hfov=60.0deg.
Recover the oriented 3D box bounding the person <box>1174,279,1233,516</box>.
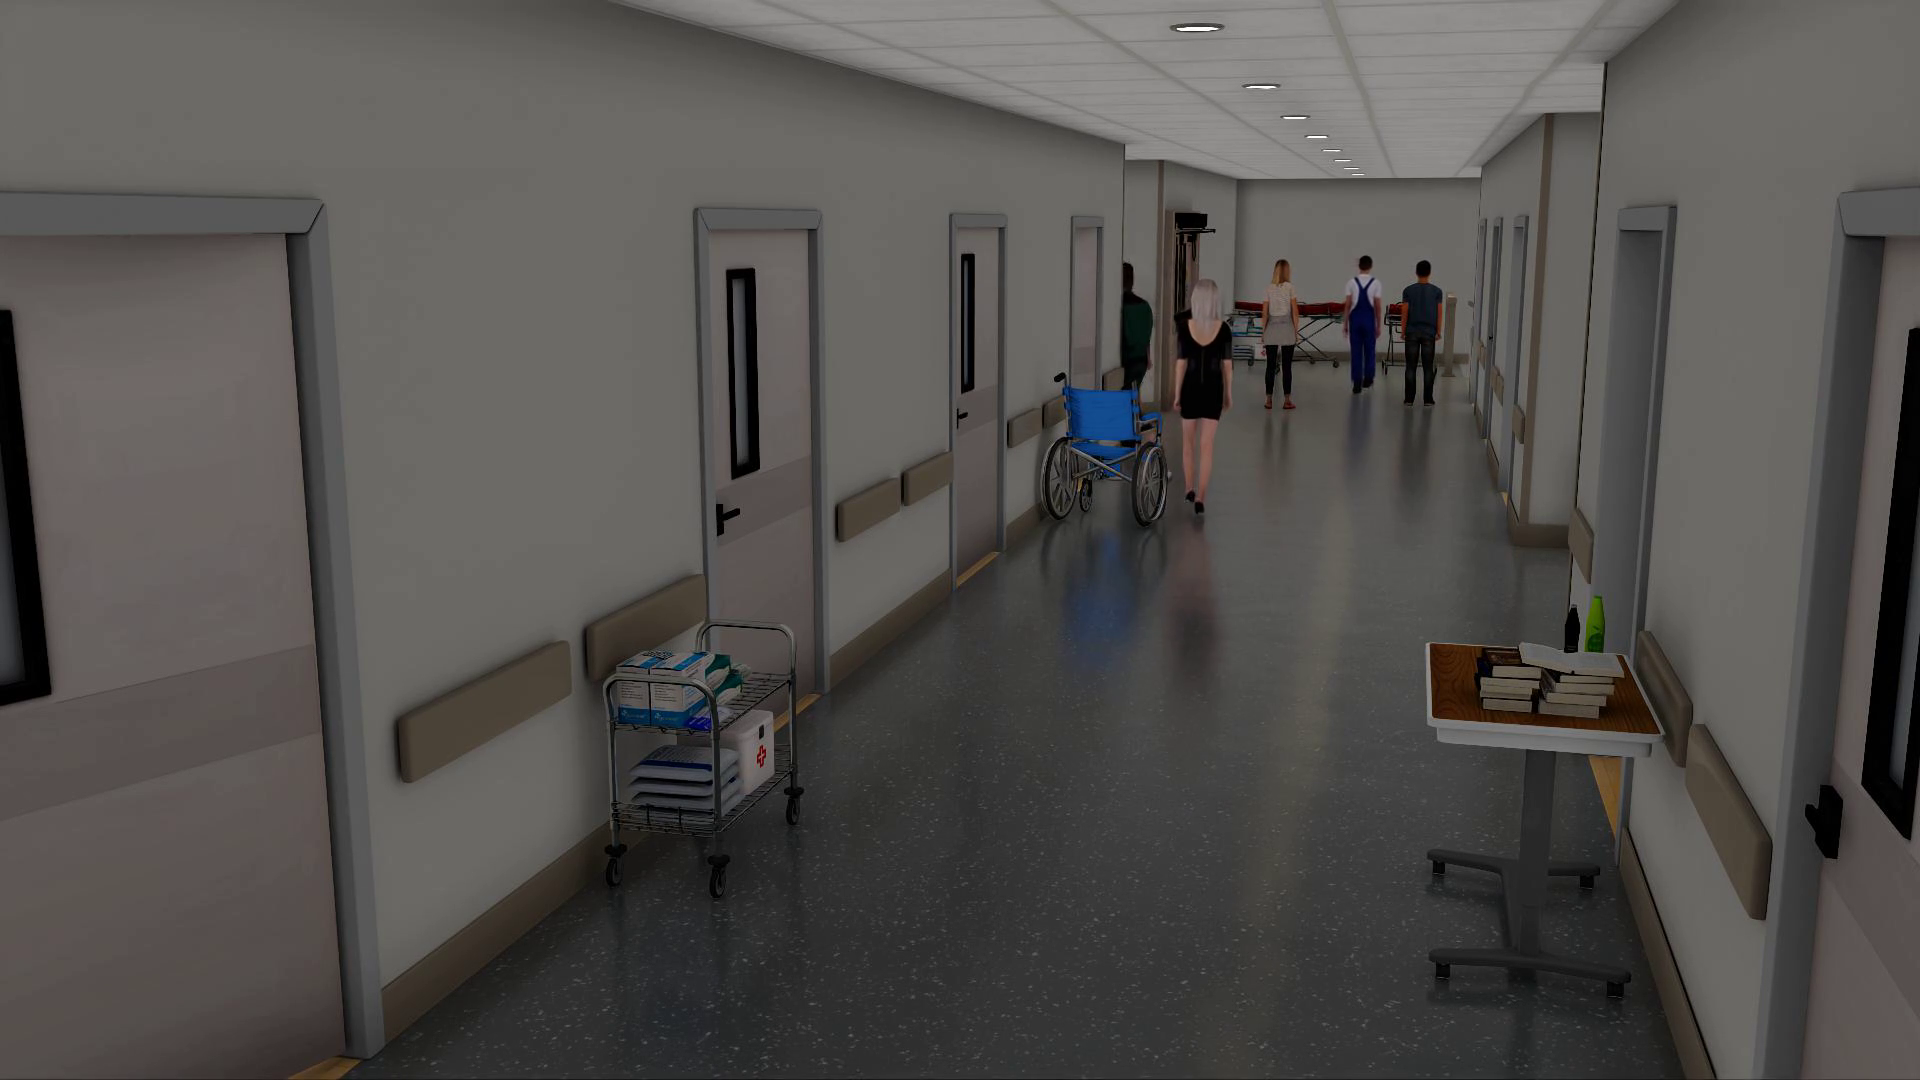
[{"bbox_3d":[1.872,-1.079,12.867,0.659,1.803,0.944,2,11,10],"label":"person"}]

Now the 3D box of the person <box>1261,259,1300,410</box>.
[{"bbox_3d":[3.941,-2.535,20.480,0.617,1.826,0.544,4,11,20],"label":"person"}]

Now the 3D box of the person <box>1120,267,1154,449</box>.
[{"bbox_3d":[1.678,-1.741,16.316,0.946,1.814,0.986,-7,13,-31],"label":"person"}]

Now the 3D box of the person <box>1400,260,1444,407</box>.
[{"bbox_3d":[5.775,-2.591,20.827,0.638,1.808,0.520,3,11,14],"label":"person"}]

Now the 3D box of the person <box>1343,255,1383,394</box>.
[{"bbox_3d":[5.354,-2.857,22.220,0.654,1.810,1.140,3,11,13],"label":"person"}]
